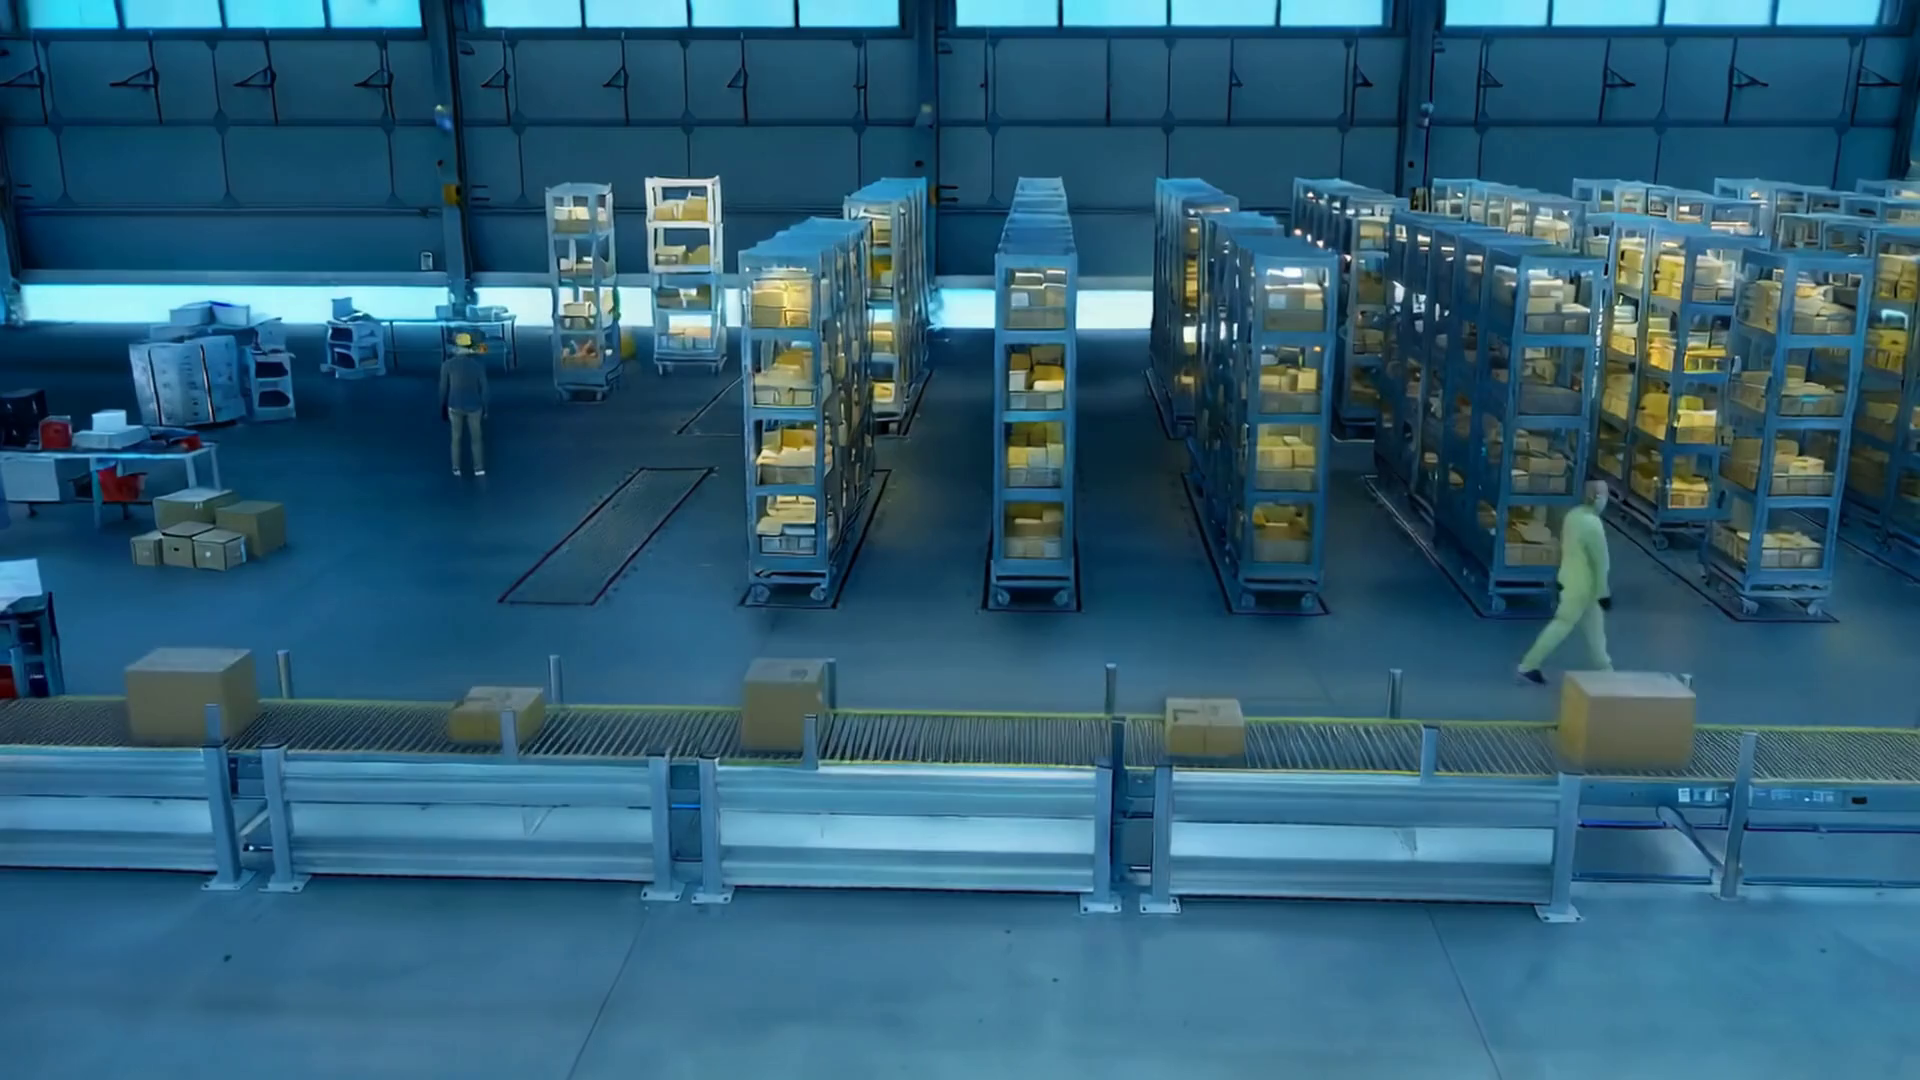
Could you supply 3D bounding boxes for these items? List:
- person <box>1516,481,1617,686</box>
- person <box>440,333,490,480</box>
[{"bbox_3d":[5.431,0.393,14.580,1.005,1.859,0.654,3,15,11],"label":"person"},{"bbox_3d":[-6.676,-1.799,22.472,0.624,1.983,0.418,-4,15,-13],"label":"person"}]
